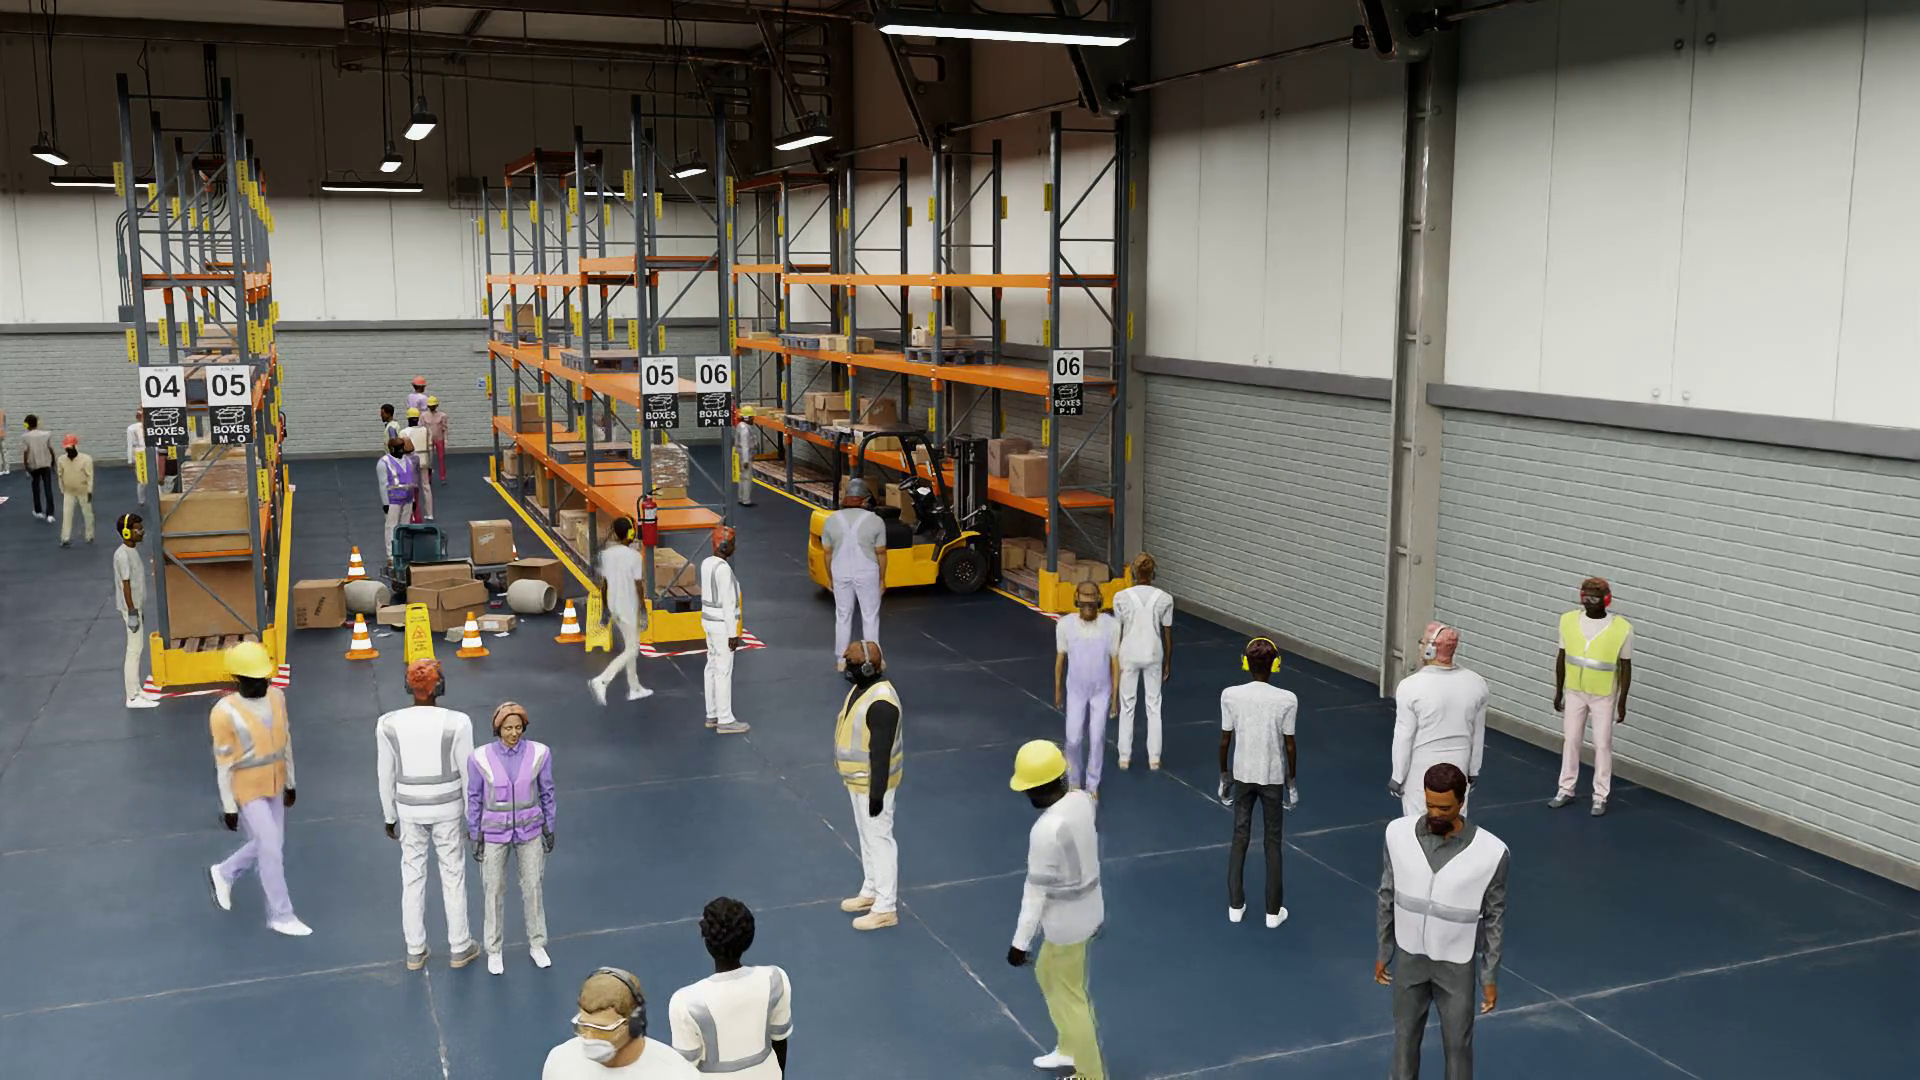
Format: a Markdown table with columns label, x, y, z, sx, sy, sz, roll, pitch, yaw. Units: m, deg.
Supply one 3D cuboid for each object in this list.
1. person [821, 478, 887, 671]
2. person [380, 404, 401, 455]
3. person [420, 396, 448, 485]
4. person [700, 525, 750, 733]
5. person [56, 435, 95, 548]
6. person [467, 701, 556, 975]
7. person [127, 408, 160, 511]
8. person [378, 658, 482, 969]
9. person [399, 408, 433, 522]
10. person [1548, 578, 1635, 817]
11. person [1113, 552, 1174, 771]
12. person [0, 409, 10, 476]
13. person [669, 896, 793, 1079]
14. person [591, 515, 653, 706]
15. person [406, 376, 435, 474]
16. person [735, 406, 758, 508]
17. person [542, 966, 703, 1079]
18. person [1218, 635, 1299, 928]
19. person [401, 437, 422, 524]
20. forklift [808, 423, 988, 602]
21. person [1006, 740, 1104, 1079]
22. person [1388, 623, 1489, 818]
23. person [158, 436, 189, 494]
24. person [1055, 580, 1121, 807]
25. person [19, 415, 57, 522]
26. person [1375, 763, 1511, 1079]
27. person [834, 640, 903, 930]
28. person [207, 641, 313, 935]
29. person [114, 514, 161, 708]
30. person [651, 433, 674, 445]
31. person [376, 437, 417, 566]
| label | x | y | z | sx | sy | sz | roll | pitch | yaw |
| --- | --- | --- | --- | --- | --- | --- | --- | --- | --- |
| person | -1.074 | 0.361 | 17.375 | 0.683 | 2.000 | 0.536 | 2 | 9 | 12 |
| person | -9.887 | -1.428 | 29.069 | 0.396 | 1.910 | 0.585 | -3 | 10 | -21 |
| person | -10.392 | -1.963 | 32.869 | 0.533 | 1.765 | 0.329 | -1 | 9 | -9 |
| person | -2.157 | 0.802 | 15.079 | 0.354 | 1.887 | 0.573 | -5 | 10 | -29 |
| person | -13.463 | -0.730 | 25.279 | 0.567 | 1.710 | 0.870 | -1 | 9 | -7 |
| person | -2.657 | 1.757 | 9.882 | 0.514 | 1.634 | 0.313 | -4 | 10 | -23 |
| person | -14.344 | -1.421 | 29.296 | 0.640 | 1.829 | 0.999 | -7 | 11 | -37 |
| person | -3.147 | 1.628 | 9.900 | 0.598 | 1.883 | 0.344 | 0 | 9 | -2 |
| person | -9.178 | -1.271 | 28.049 | 0.420 | 1.917 | 0.589 | 9 | 12 | 43 |
| person | 4.858 | 1.188 | 12.774 | 0.564 | 1.846 | 0.394 | 8 | 12 | 40 |
| person | 1.521 | 1.019 | 13.891 | 0.501 | 1.839 | 0.342 | 0 | 9 | 2 |
| person | -19.879 | -2.133 | 34.332 | 0.308 | 1.640 | 0.511 | 1 | 9 | 8 |
| person | -0.909 | 2.240 | 6.621 | 0.535 | 1.700 | 0.318 | -6 | 11 | -35 |
| person | -3.263 | 0.684 | 15.974 | 0.525 | 1.836 | 0.740 | 6 | 11 | 35 |
| person | -11.248 | -2.390 | 34.681 | 0.615 | 2.040 | 0.391 | 6 | 11 | 34 |
| person | -3.803 | -1.476 | 29.637 | 0.405 | 1.824 | 0.590 | -2 | 9 | -15 |
| person | -1.097 | 2.308 | 5.464 | 0.626 | 1.934 | 0.376 | 4 | 10 | 23 |
| person | 1.902 | 1.533 | 10.583 | 0.511 | 1.862 | 0.329 | 4 | 10 | 23 |
| person | -8.579 | -0.783 | 25.854 | 0.280 | 1.633 | 0.500 | 3 | 10 | 20 |
| forklift | -0.830 | -0.399 | 21.676 | 2.313 | 2.155 | 1.214 | -4 | 10 | -21 |
| person | 0.468 | 1.891 | 8.267 | 0.590 | 1.875 | 0.620 | 3 | 10 | 21 |
| person | 3.063 | 1.478 | 10.749 | 0.647 | 1.913 | 0.409 | -2 | 9 | -15 |
| person | -12.569 | -1.087 | 26.548 | 0.408 | 2.029 | 0.614 | 2 | 9 | 14 |
| person | 0.993 | 1.187 | 12.891 | 0.509 | 1.817 | 0.449 | 1 | 9 | 4 |
| person | -15.469 | -1.204 | 27.977 | 0.546 | 1.810 | 1.025 | -7 | 11 | -37 |
| person | 2.230 | 1.952 | 7.760 | 0.588 | 1.914 | 0.392 | 5 | 10 | 30 |
| person | -0.586 | 1.540 | 10.607 | 0.429 | 1.838 | 0.623 | -3 | 9 | -17 |
| person | -4.474 | 1.541 | 10.449 | 0.781 | 1.896 | 0.601 | 3 | 9 | 17 |
| person | -7.906 | 0.672 | 15.953 | 0.314 | 1.869 | 0.536 | -4 | 10 | -21 |
| person | -4.857 | -1.034 | 27.058 | 0.524 | 1.744 | 0.723 | -5 | 10 | -27 |
| person | -8.008 | -0.553 | 23.751 | 0.429 | 1.845 | 0.621 | 4 | 10 | 25 |
